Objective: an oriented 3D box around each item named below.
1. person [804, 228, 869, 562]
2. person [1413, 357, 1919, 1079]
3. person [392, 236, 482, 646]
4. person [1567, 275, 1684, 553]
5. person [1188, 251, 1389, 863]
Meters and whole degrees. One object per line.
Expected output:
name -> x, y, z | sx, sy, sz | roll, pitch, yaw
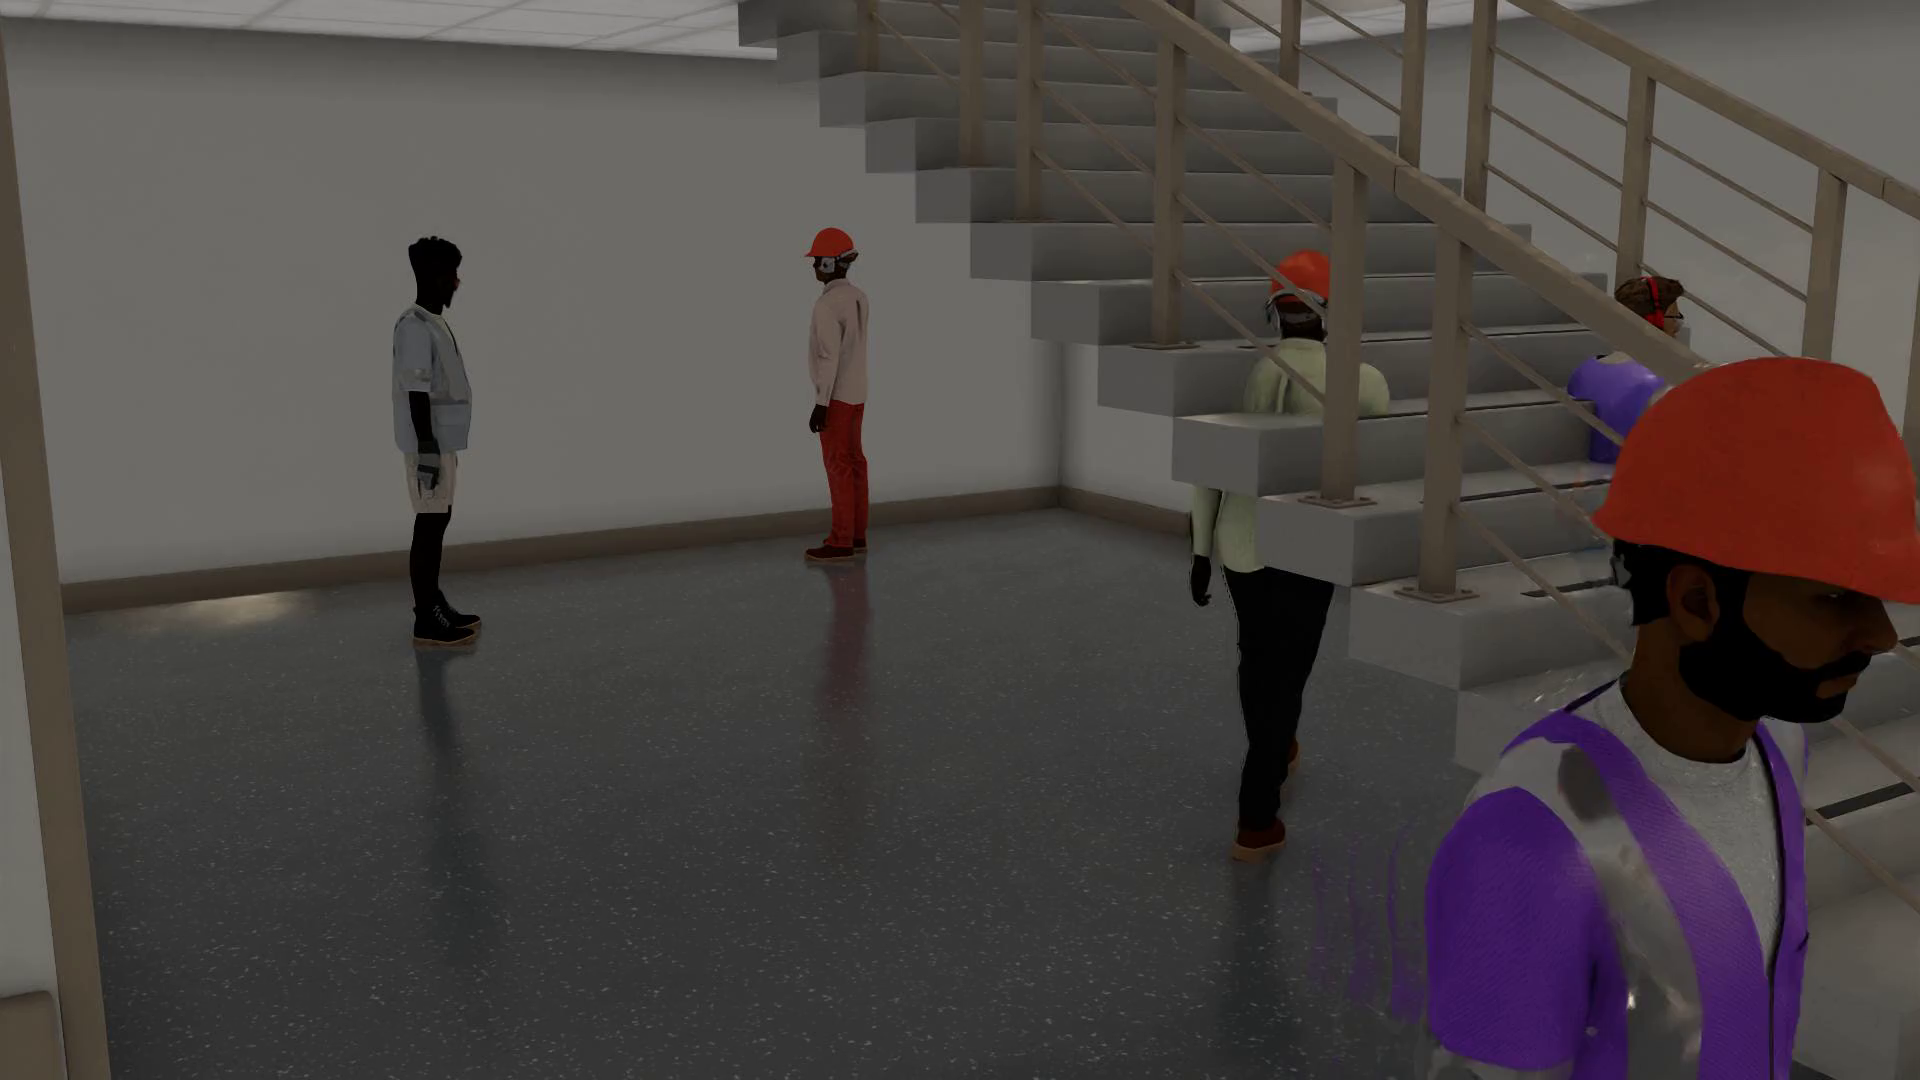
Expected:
person -> -0.740, -0.863, 9.997 | 0.378, 1.995, 0.609 | 3, 11, 16
person -> 0.584, 0.749, 1.768 | 0.718, 1.912, 0.561 | 10, 14, 41
person -> -2.538, -0.476, 8.053 | 0.366, 1.959, 0.614 | -2, 11, -9
person -> 2.292, 0.005, 5.833 | 0.387, 1.845, 0.565 | -2, 11, -12
person -> 1.092, 0.023, 5.534 | 0.620, 1.933, 1.001 | 6, 12, 30
